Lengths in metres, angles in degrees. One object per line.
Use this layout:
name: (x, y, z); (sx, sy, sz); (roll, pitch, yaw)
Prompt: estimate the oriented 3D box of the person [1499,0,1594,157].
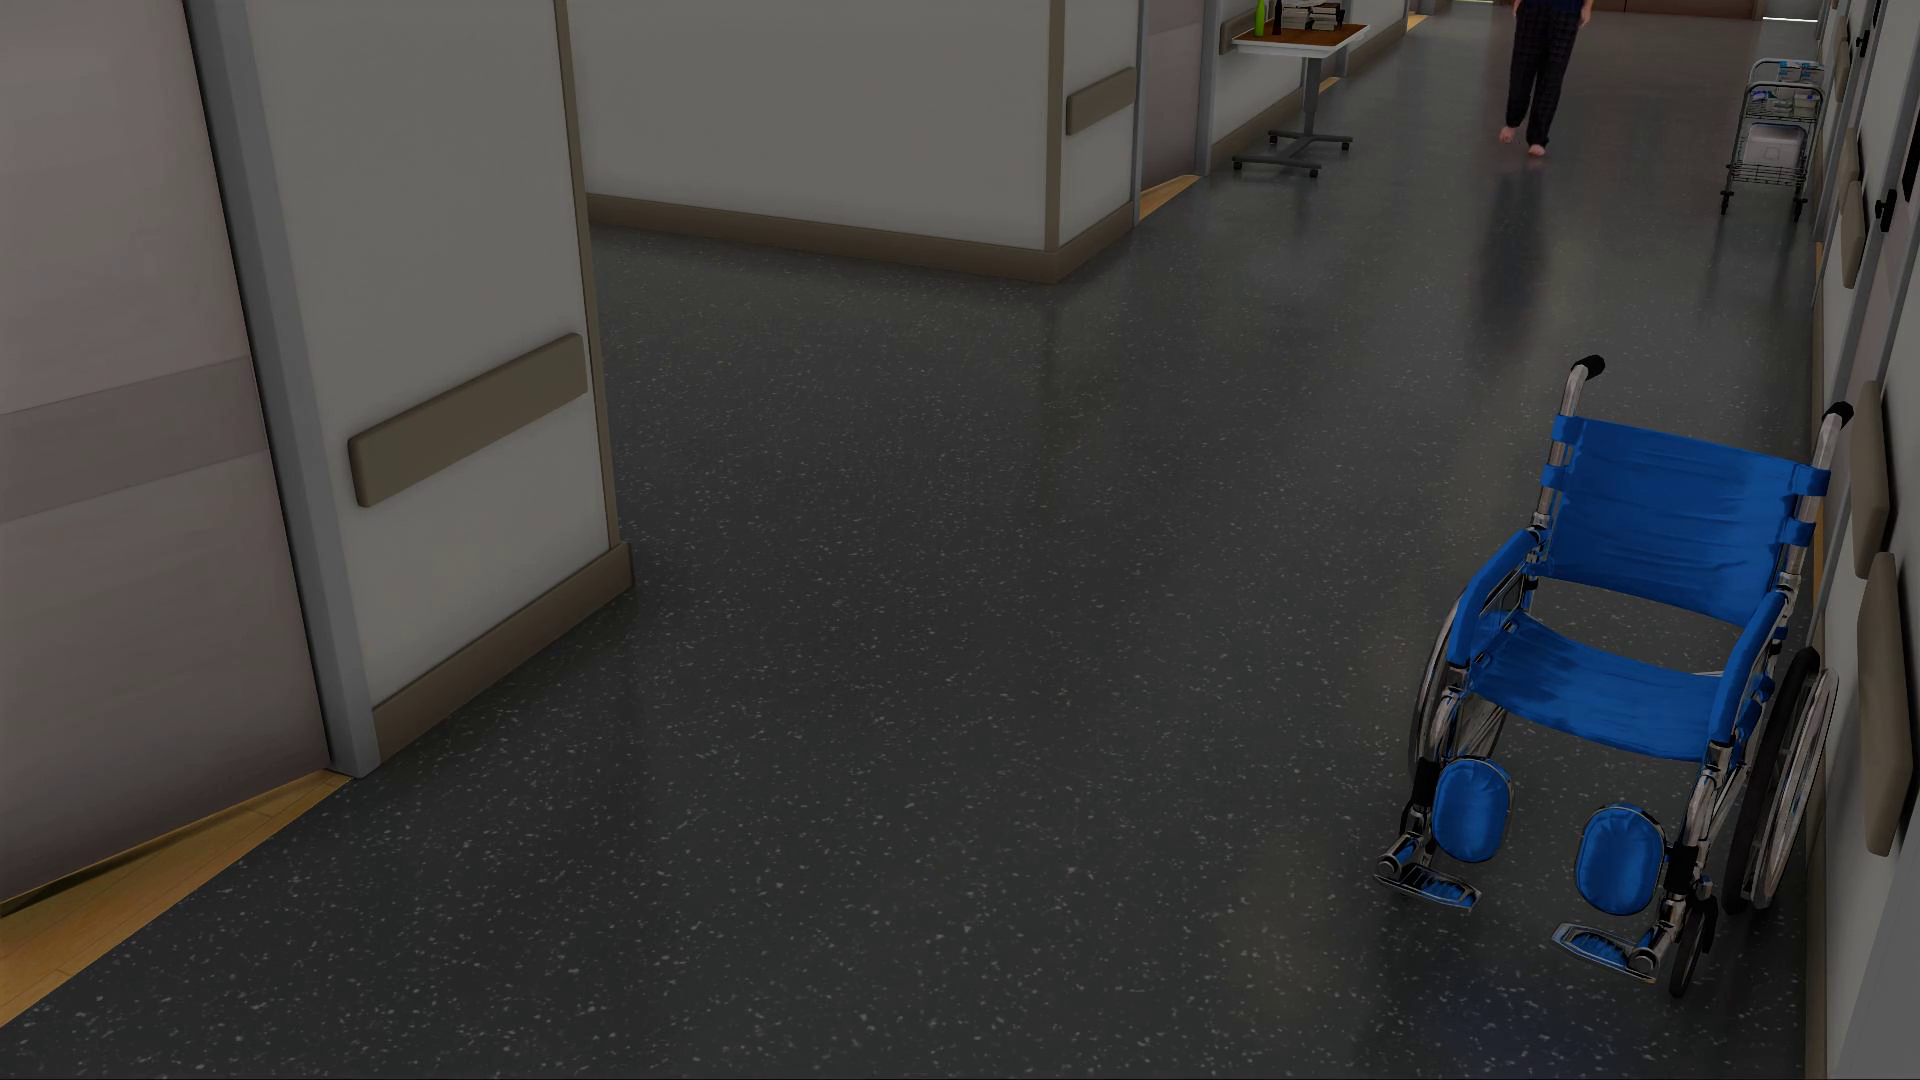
person: (3.803, -3.427, 10.666); (0.708, 1.860, 0.692); (7, 27, 15)
